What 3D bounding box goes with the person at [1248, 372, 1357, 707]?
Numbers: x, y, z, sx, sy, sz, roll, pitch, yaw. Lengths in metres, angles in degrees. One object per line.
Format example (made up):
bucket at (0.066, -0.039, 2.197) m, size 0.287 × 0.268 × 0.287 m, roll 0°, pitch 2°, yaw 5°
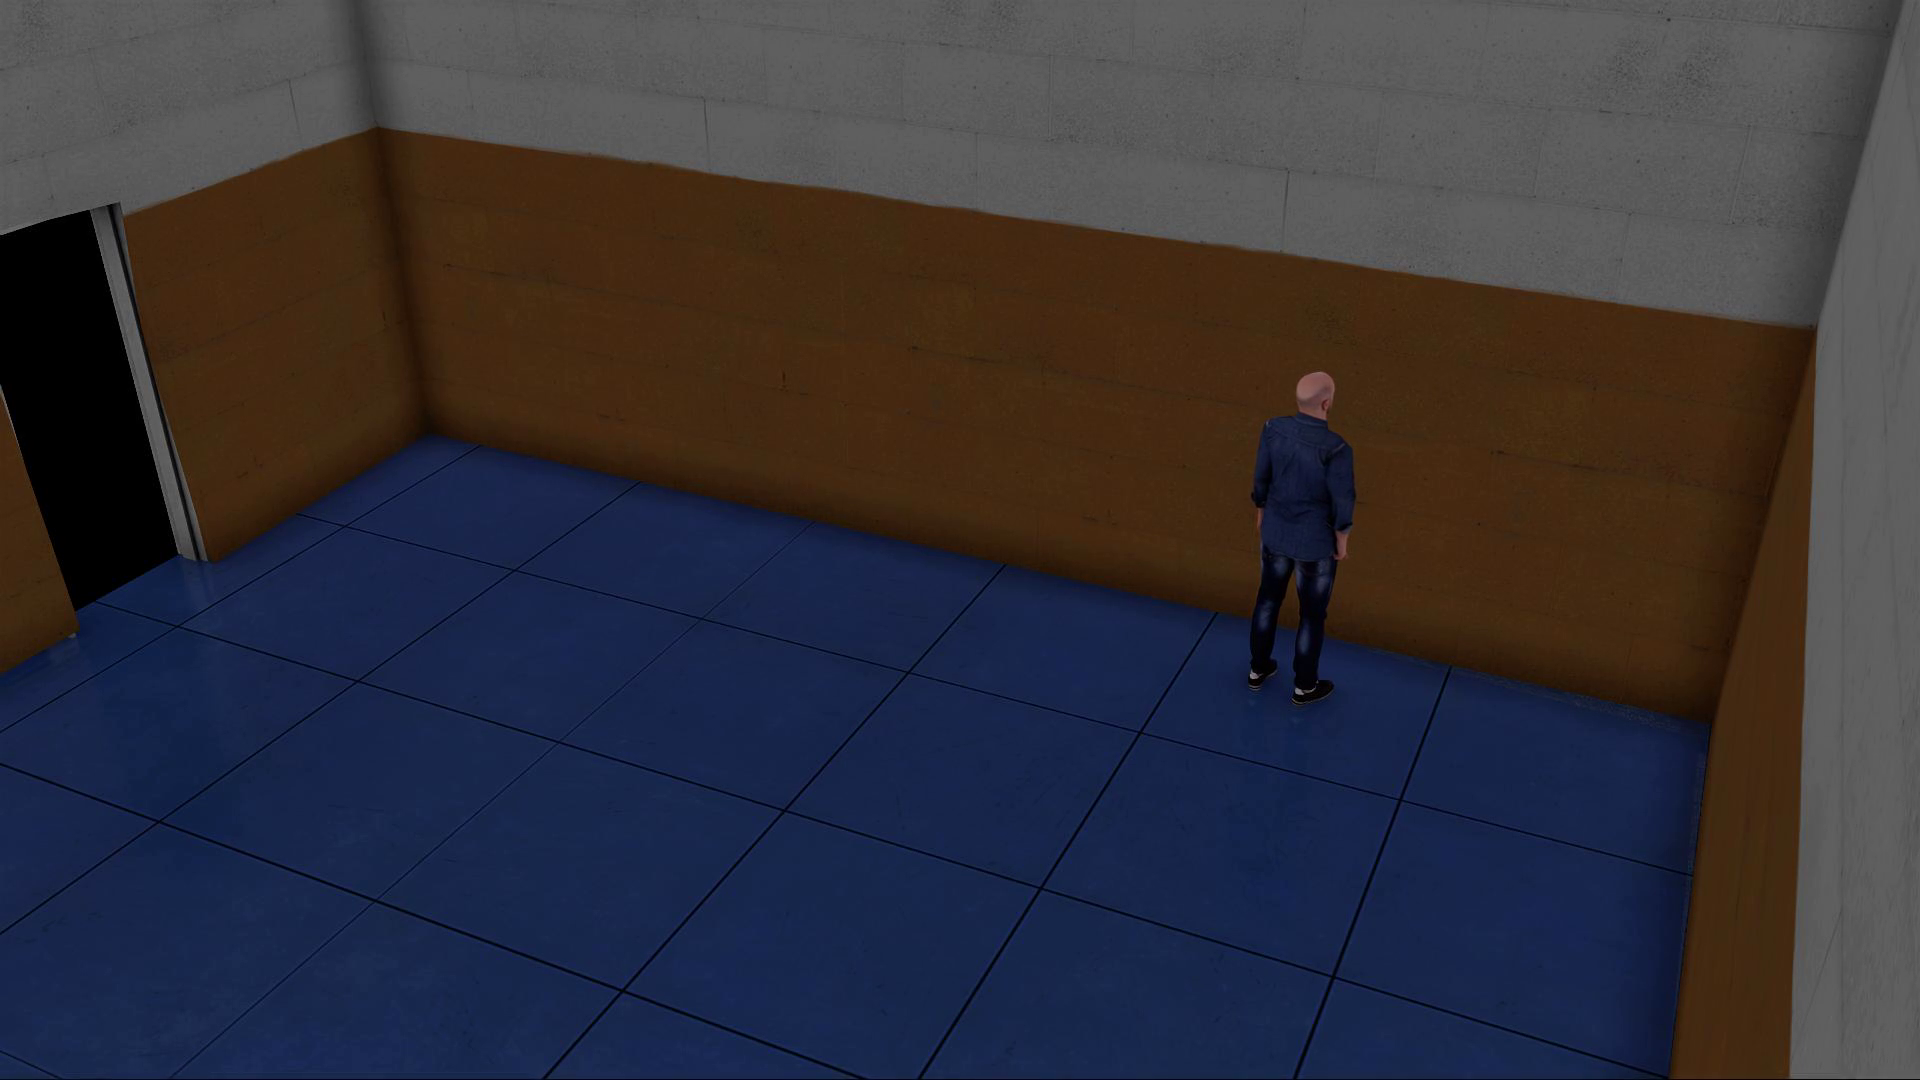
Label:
person at (1.737, -0.008, 8.490) m, size 0.617 × 1.825 × 0.837 m, roll 22°, pitch 35°, yaw 34°
